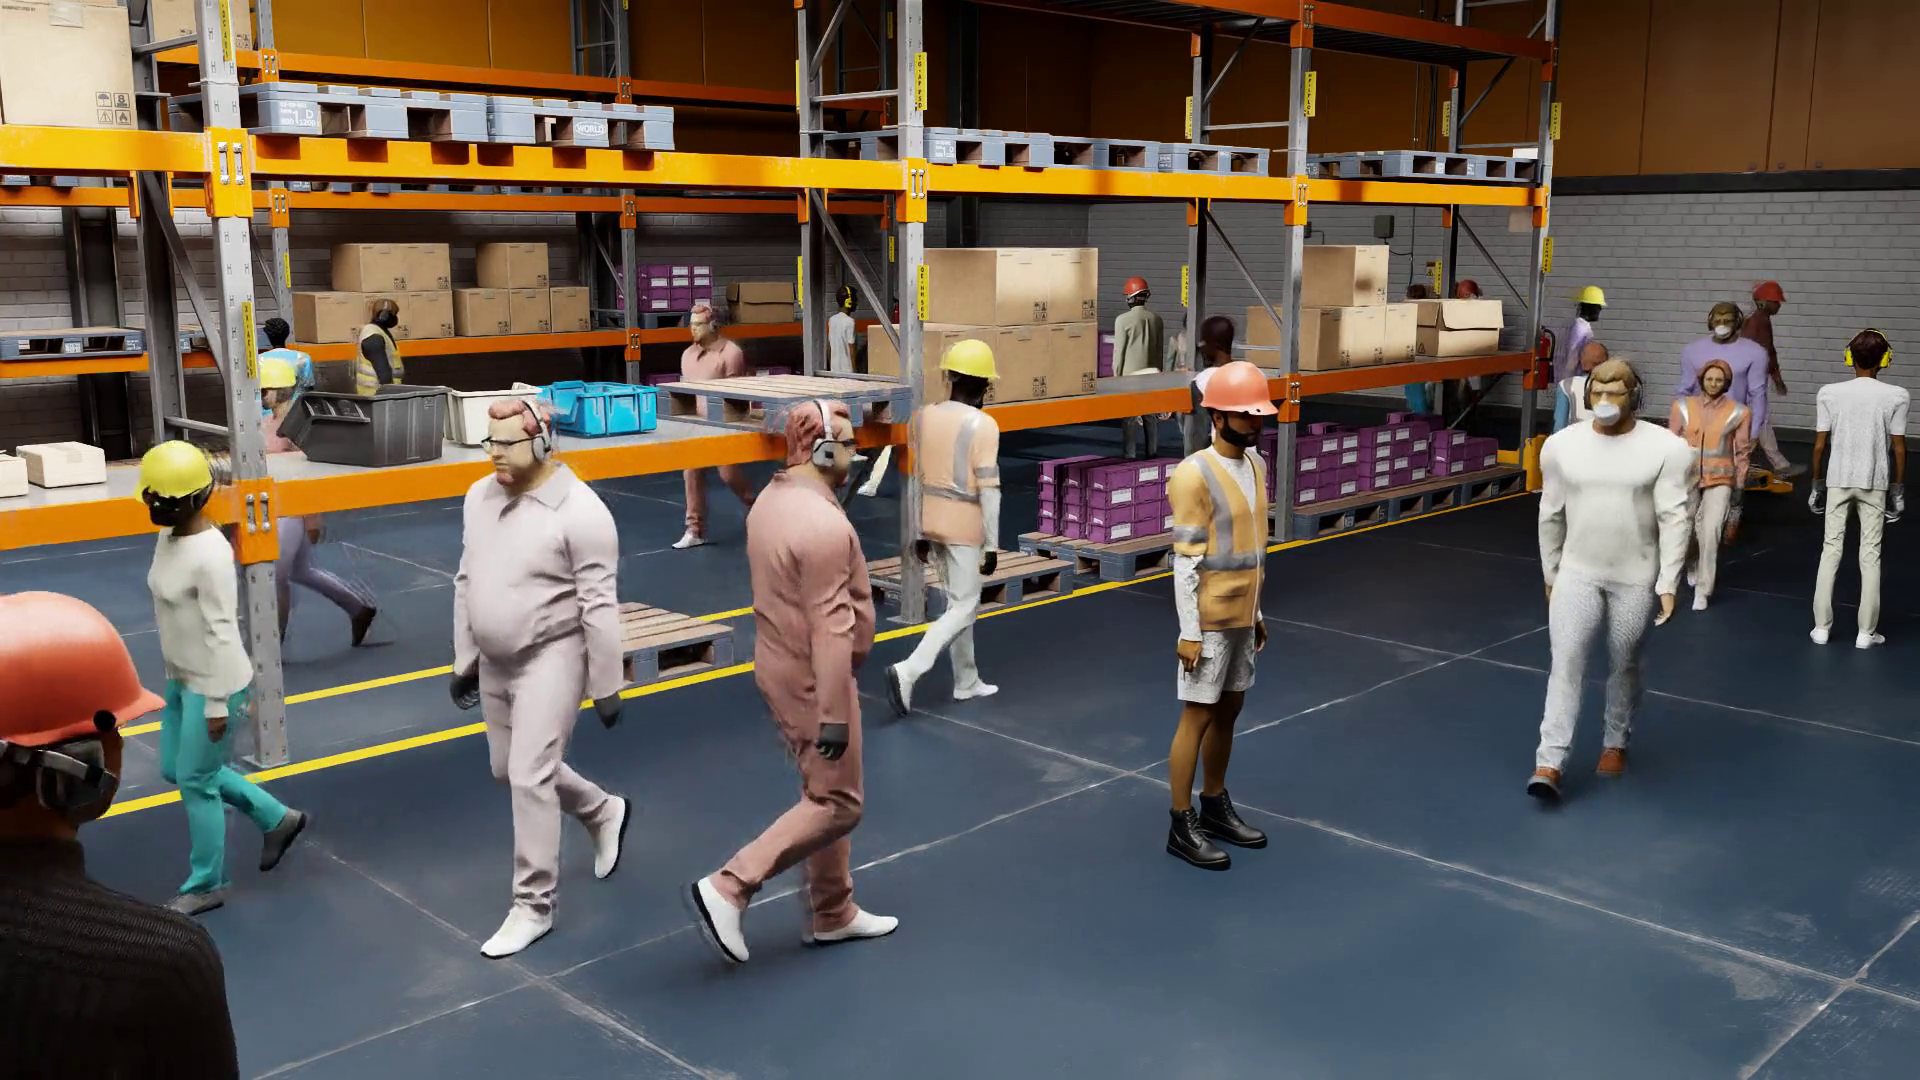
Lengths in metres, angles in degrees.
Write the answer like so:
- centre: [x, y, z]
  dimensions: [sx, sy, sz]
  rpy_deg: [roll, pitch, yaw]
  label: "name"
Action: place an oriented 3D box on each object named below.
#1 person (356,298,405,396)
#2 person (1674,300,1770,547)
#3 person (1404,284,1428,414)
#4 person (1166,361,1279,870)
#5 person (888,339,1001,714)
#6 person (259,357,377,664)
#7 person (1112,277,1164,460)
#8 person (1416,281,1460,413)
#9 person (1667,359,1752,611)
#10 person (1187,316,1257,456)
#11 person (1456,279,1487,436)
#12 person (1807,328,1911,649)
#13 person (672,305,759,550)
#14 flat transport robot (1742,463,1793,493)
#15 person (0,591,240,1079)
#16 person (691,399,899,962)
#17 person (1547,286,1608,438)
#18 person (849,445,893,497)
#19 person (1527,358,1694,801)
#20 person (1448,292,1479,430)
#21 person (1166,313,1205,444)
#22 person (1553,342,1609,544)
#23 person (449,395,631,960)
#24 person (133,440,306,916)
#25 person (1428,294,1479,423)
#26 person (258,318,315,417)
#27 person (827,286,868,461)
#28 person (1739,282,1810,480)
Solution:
- centre: [-5.471, -1.393, 15.871]
  dimensions: [0.580, 1.809, 0.632]
  rpy_deg: [-1, 10, -4]
  label: "person"
- centre: [5.724, -0.845, 12.569]
  dimensions: [0.635, 1.924, 0.463]
  rpy_deg: [8, 13, 38]
  label: "person"
- centre: [5.350, -2.112, 19.741]
  dimensions: [0.611, 1.818, 0.705]
  rpy_deg: [-9, 14, -42]
  label: "person"
- centre: [1.029, 0.283, 6.385]
  dimensions: [0.373, 1.934, 0.551]
  rpy_deg: [9, 14, 40]
  label: "person"
- centre: [-0.067, -0.051, 8.344]
  dimensions: [0.771, 1.901, 0.598]
  rpy_deg: [-9, 14, -41]
  label: "person"
- centre: [-3.728, -0.167, 9.376]
  dimensions: [0.791, 1.742, 0.528]
  rpy_deg: [-8, 13, -38]
  label: "person"
- centre: [1.799, -1.679, 16.969]
  dimensions: [0.607, 1.987, 0.409]
  rpy_deg: [-7, 13, -34]
  label: "person"
- centre: [6.172, -2.387, 21.196]
  dimensions: [0.798, 1.842, 0.606]
  rpy_deg: [-1, 10, -6]
  label: "person"
- centre: [4.868, -0.379, 10.850]
  dimensions: [0.524, 1.618, 0.610]
  rpy_deg: [8, 13, 36]
  label: "person"
- centre: [1.617, -0.421, 10.335]
  dimensions: [0.618, 1.910, 0.446]
  rpy_deg: [-9, 14, -41]
  label: "person"
- centre: [5.859, -2.043, 19.155]
  dimensions: [0.539, 1.913, 0.578]
  rpy_deg: [5, 12, 26]
  label: "person"
- centre: [5.254, -0.300, 9.736]
  dimensions: [0.513, 1.875, 0.328]
  rpy_deg: [7, 13, 34]
  label: "person"
- centre: [-1.882, -0.893, 12.950]
  dimensions: [0.641, 1.883, 0.838]
  rpy_deg: [6, 12, 30]
  label: "person"
- centre: [6.977, -0.579, 15.633]
  dimensions: [1.431, 0.197, 0.652]
  rpy_deg: [-2, 11, -9]
  label: "flat transport robot"
- centre: [-1.215, 1.048, 2.168]
  dimensions: [0.634, 1.963, 0.962]
  rpy_deg: [3, 11, 18]
  label: "person"
- centre: [-0.533, 0.476, 5.458]
  dimensions: [0.643, 1.882, 0.653]
  rpy_deg: [-4, 11, -21]
  label: "person"
- centre: [6.363, -1.616, 16.857]
  dimensions: [0.875, 1.885, 0.593]
  rpy_deg: [3, 11, 18]
  label: "person"
- centre: [-0.618, -1.156, 15.147]
  dimensions: [0.805, 1.592, 0.513]
  rpy_deg: [-5, 11, -24]
  label: "person"
- centre: [2.755, 0.174, 7.110]
  dimensions: [0.639, 1.882, 1.026]
  rpy_deg: [6, 12, 29]
  label: "person"
- centre: [5.135, -1.636, 17.138]
  dimensions: [0.406, 1.831, 0.538]
  rpy_deg: [-2, 11, -9]
  label: "person"
- centre: [2.517, -1.715, 18.164]
  dimensions: [0.529, 1.613, 0.687]
  rpy_deg: [3, 11, 15]
  label: "person"
- centre: [4.721, -0.669, 12.452]
  dimensions: [0.533, 1.613, 0.690]
  rpy_deg: [4, 11, 23]
  label: "person"
- centre: [-1.435, 0.420, 5.788]
  dimensions: [0.640, 1.874, 0.790]
  rpy_deg: [7, 13, 34]
  label: "person"
- centre: [-2.593, 0.489, 5.810]
  dimensions: [0.506, 1.727, 0.577]
  rpy_deg: [-9, 14, -40]
  label: "person"
- centre: [6.383, -2.380, 21.375]
  dimensions: [0.677, 1.781, 0.969]
  rpy_deg: [-6, 12, -28]
  label: "person"
- centre: [-5.927, -1.101, 14.599]
  dimensions: [0.537, 1.694, 0.321]
  rpy_deg: [-4, 11, -23]
  label: "person"
- centre: [-1.226, -1.776, 17.794]
  dimensions: [0.317, 1.870, 0.523]
  rpy_deg: [-7, 13, -34]
  label: "person"
- centre: [7.946, -1.574, 16.487]
  dimensions: [1.002, 1.935, 0.622]
  rpy_deg: [6, 12, 31]
  label: "person"
